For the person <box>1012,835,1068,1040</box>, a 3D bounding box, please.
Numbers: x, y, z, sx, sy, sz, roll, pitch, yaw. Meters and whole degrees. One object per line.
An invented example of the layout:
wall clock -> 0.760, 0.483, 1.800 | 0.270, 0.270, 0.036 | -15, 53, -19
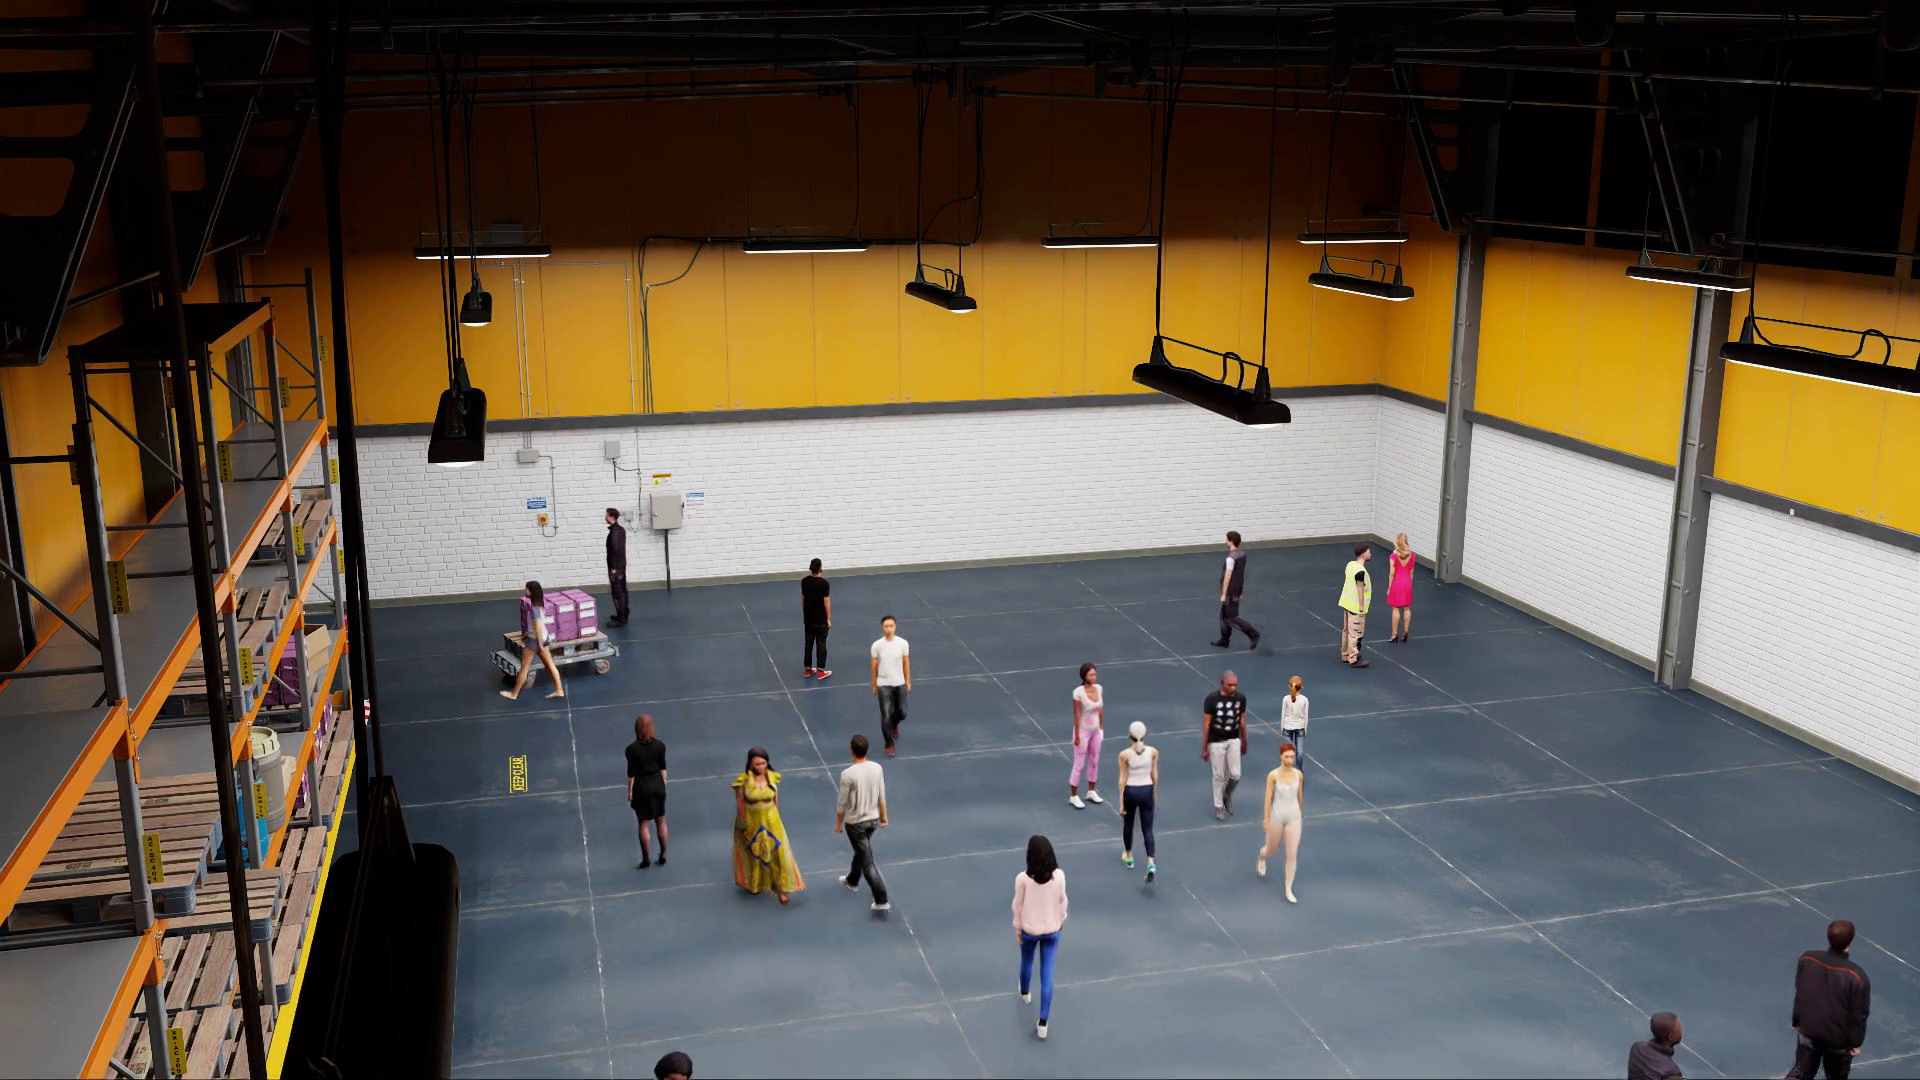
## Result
person -> 0.703, 3.447, 14.368 | 0.830, 1.730, 1.138 | 0, 14, 1

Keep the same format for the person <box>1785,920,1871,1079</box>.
person -> 6.598, 3.793, 12.750 | 1.014, 1.820, 1.062 | -10, 17, -35

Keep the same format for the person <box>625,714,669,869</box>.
person -> -3.303, 2.667, 17.646 | 0.630, 1.704, 0.569 | -7, 15, -27

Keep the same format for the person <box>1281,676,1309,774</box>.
person -> 4.031, 2.283, 20.066 | 0.530, 1.312, 0.560 | 2, 14, 9

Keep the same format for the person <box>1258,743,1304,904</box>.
person -> 3.292, 2.847, 17.067 | 0.607, 1.626, 0.945 | -2, 14, -10

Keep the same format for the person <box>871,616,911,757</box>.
person -> -0.878, 1.805, 21.019 | 0.658, 1.793, 0.834 | -3, 14, -11

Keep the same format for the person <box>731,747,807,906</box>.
person -> -2.097, 2.868, 16.974 | 0.933, 1.630, 1.144 | -7, 15, -25

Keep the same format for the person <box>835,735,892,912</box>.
person -> -0.930, 2.872, 16.670 | 0.982, 1.766, 1.264 | -10, 17, -37

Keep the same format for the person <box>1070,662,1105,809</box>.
person -> 1.476, 2.247, 19.311 | 0.622, 1.738, 0.613 | -9, 16, -32

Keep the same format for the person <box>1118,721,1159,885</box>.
person -> 1.896, 2.752, 17.360 | 0.729, 1.674, 1.152 | -1, 14, -6

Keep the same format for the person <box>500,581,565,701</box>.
person -> -5.723, 1.402, 22.902 | 0.806, 1.690, 1.062 | -1, 14, -4

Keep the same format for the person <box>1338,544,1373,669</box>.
person -> 5.834, 0.949, 24.450 | 0.790, 1.842, 0.667 | -2, 14, -7

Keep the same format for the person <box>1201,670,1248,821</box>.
person -> 2.993, 2.302, 18.987 | 0.751, 1.783, 0.716 | -1, 14, -5

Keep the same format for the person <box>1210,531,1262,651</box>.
person -> 4.199, 0.803, 25.096 | 1.114, 1.821, 1.084 | 7, 15, 26

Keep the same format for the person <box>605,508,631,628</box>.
person -> -5.470, 0.419, 26.490 | 0.810, 1.911, 0.625 | 0, 14, 2

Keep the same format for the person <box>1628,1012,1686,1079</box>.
person -> 4.694, 4.112, 11.451 | 0.894, 1.811, 0.999 | -1, 14, -3

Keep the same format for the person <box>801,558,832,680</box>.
person -> -2.075, 1.121, 23.923 | 0.694, 1.755, 0.742 | 7, 15, 26

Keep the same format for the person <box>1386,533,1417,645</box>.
person -> 6.790, 0.731, 25.592 | 0.584, 1.727, 0.553 | -2, 14, -10
